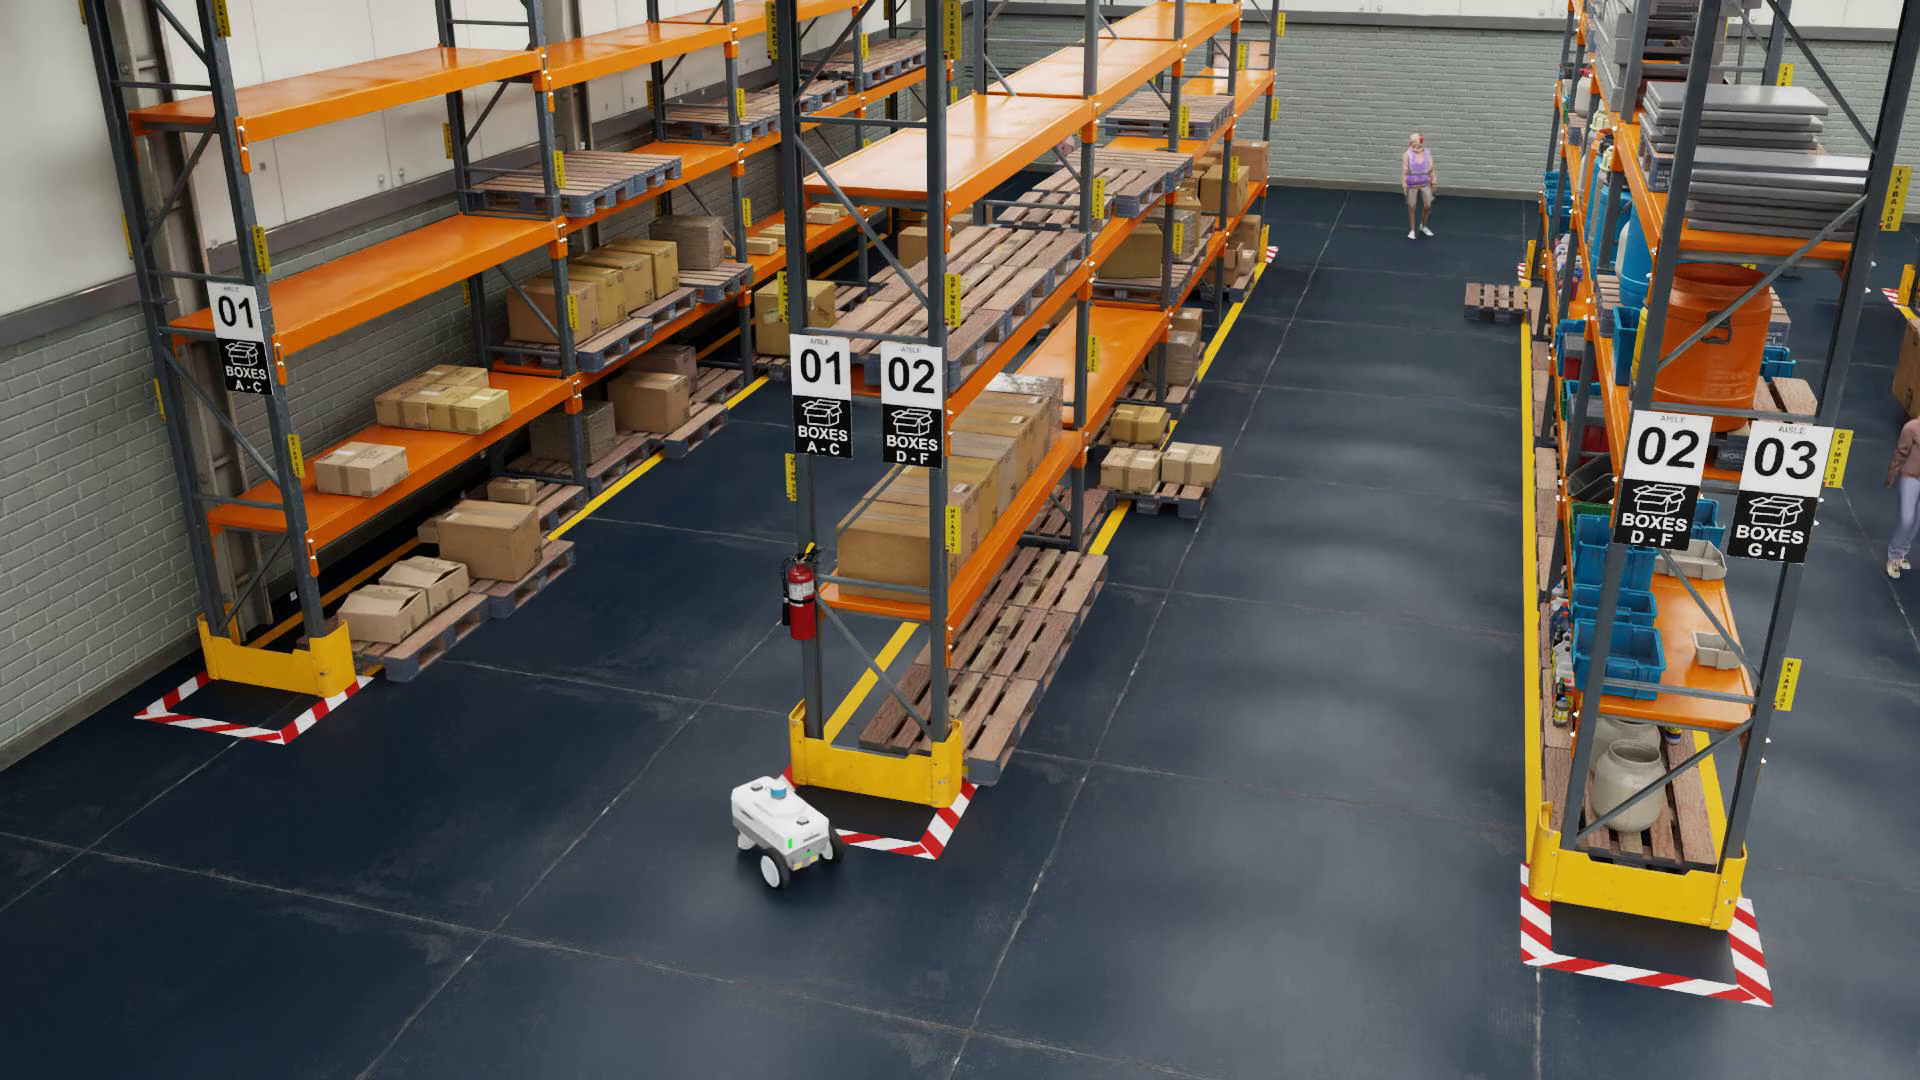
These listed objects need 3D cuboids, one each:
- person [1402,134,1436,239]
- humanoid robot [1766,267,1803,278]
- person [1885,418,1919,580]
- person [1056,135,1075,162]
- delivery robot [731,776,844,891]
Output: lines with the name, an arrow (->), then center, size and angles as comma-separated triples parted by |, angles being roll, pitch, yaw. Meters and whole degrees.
person -> 7.289, -5.620, 26.457 | 0.572, 1.661, 0.357 | 0, 23, -1
humanoid robot -> 12.085, -4.596, 24.062 | 0.493, 1.632, 0.590 | 16, 28, 33
person -> 8.400, -0.495, 14.476 | 0.529, 1.732, 0.676 | 3, 23, 6
person -> 1.715, -5.930, 26.989 | 0.331, 1.801, 0.519 | 1, 23, 3
delivery robot -> -1.131, 1.815, 10.586 | 0.513, 0.581, 0.740 | -18, 29, -36
